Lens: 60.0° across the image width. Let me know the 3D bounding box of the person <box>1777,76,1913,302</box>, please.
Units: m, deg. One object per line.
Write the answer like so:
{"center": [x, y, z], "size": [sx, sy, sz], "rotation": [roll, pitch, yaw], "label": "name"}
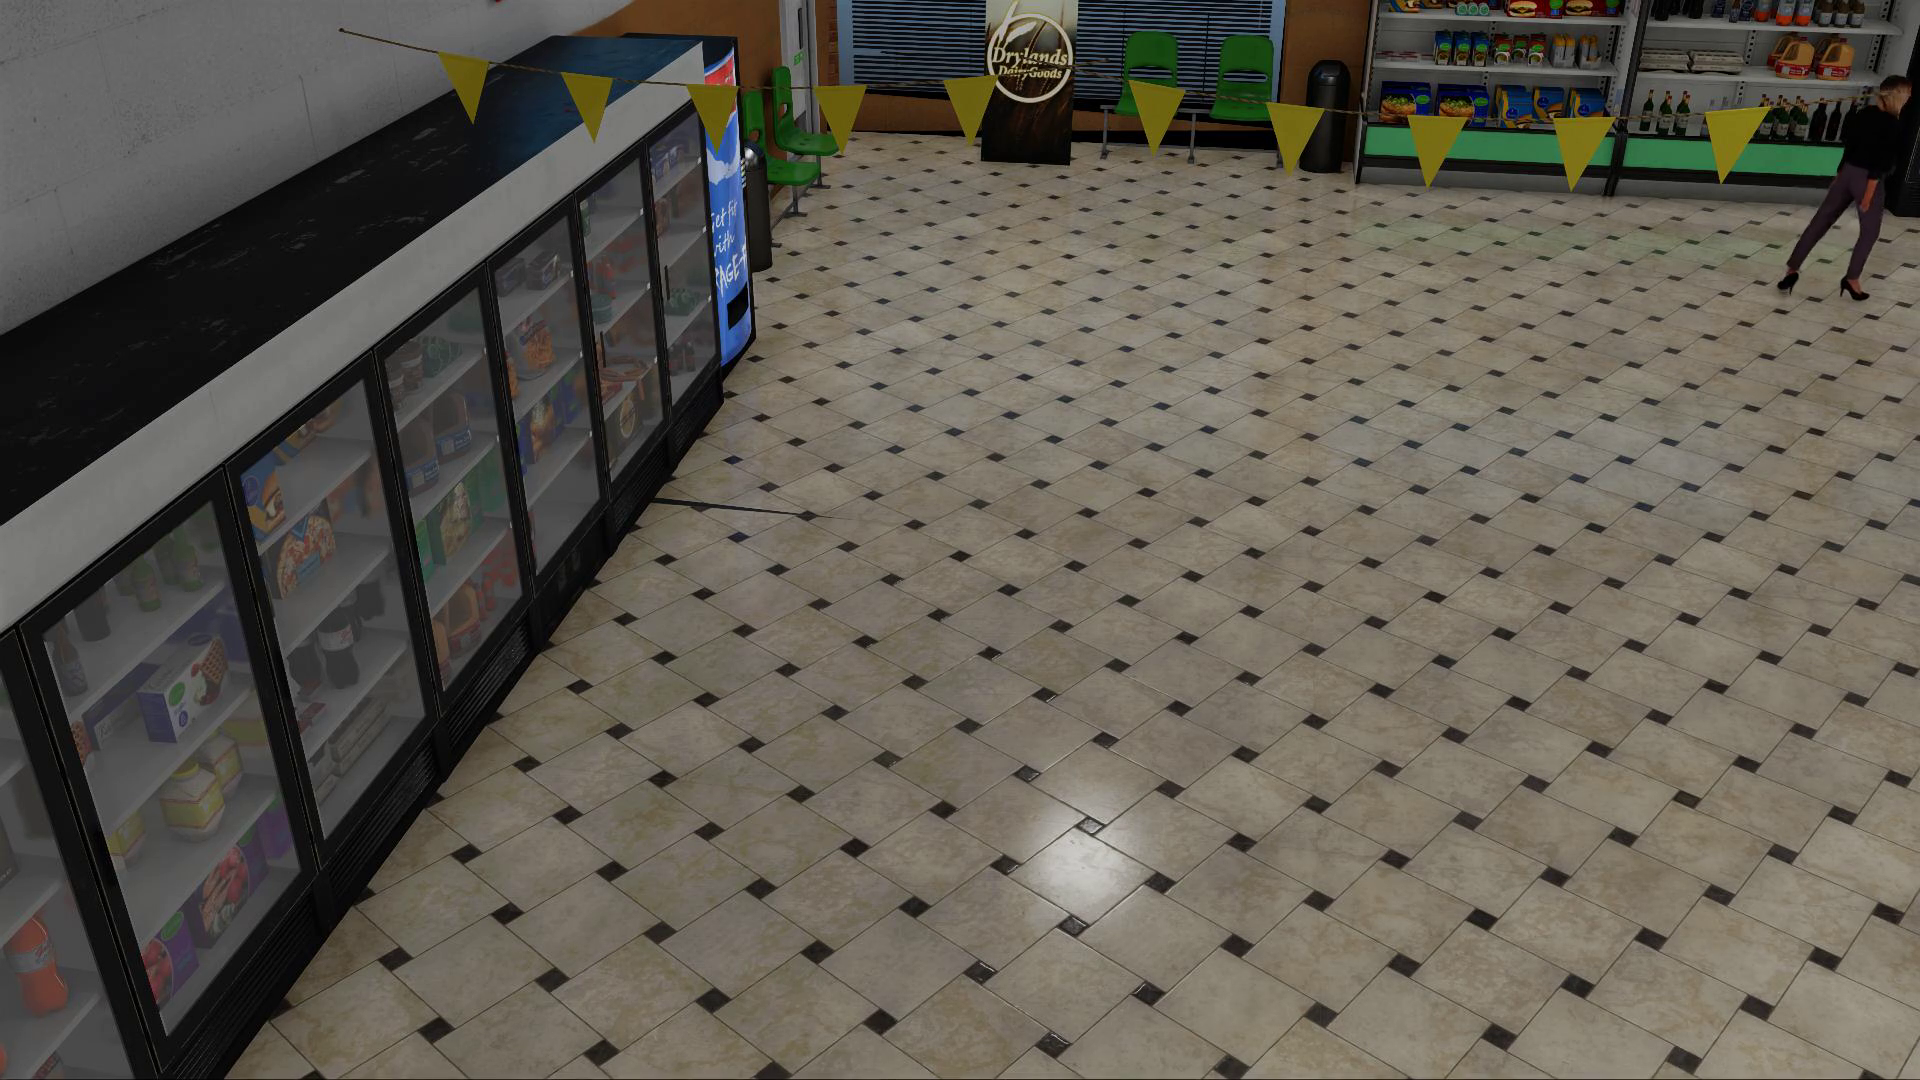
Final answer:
{"center": [6.456, -2.535, 12.106], "size": [0.893, 1.636, 0.802], "rotation": [-10, 30, -17], "label": "person"}
